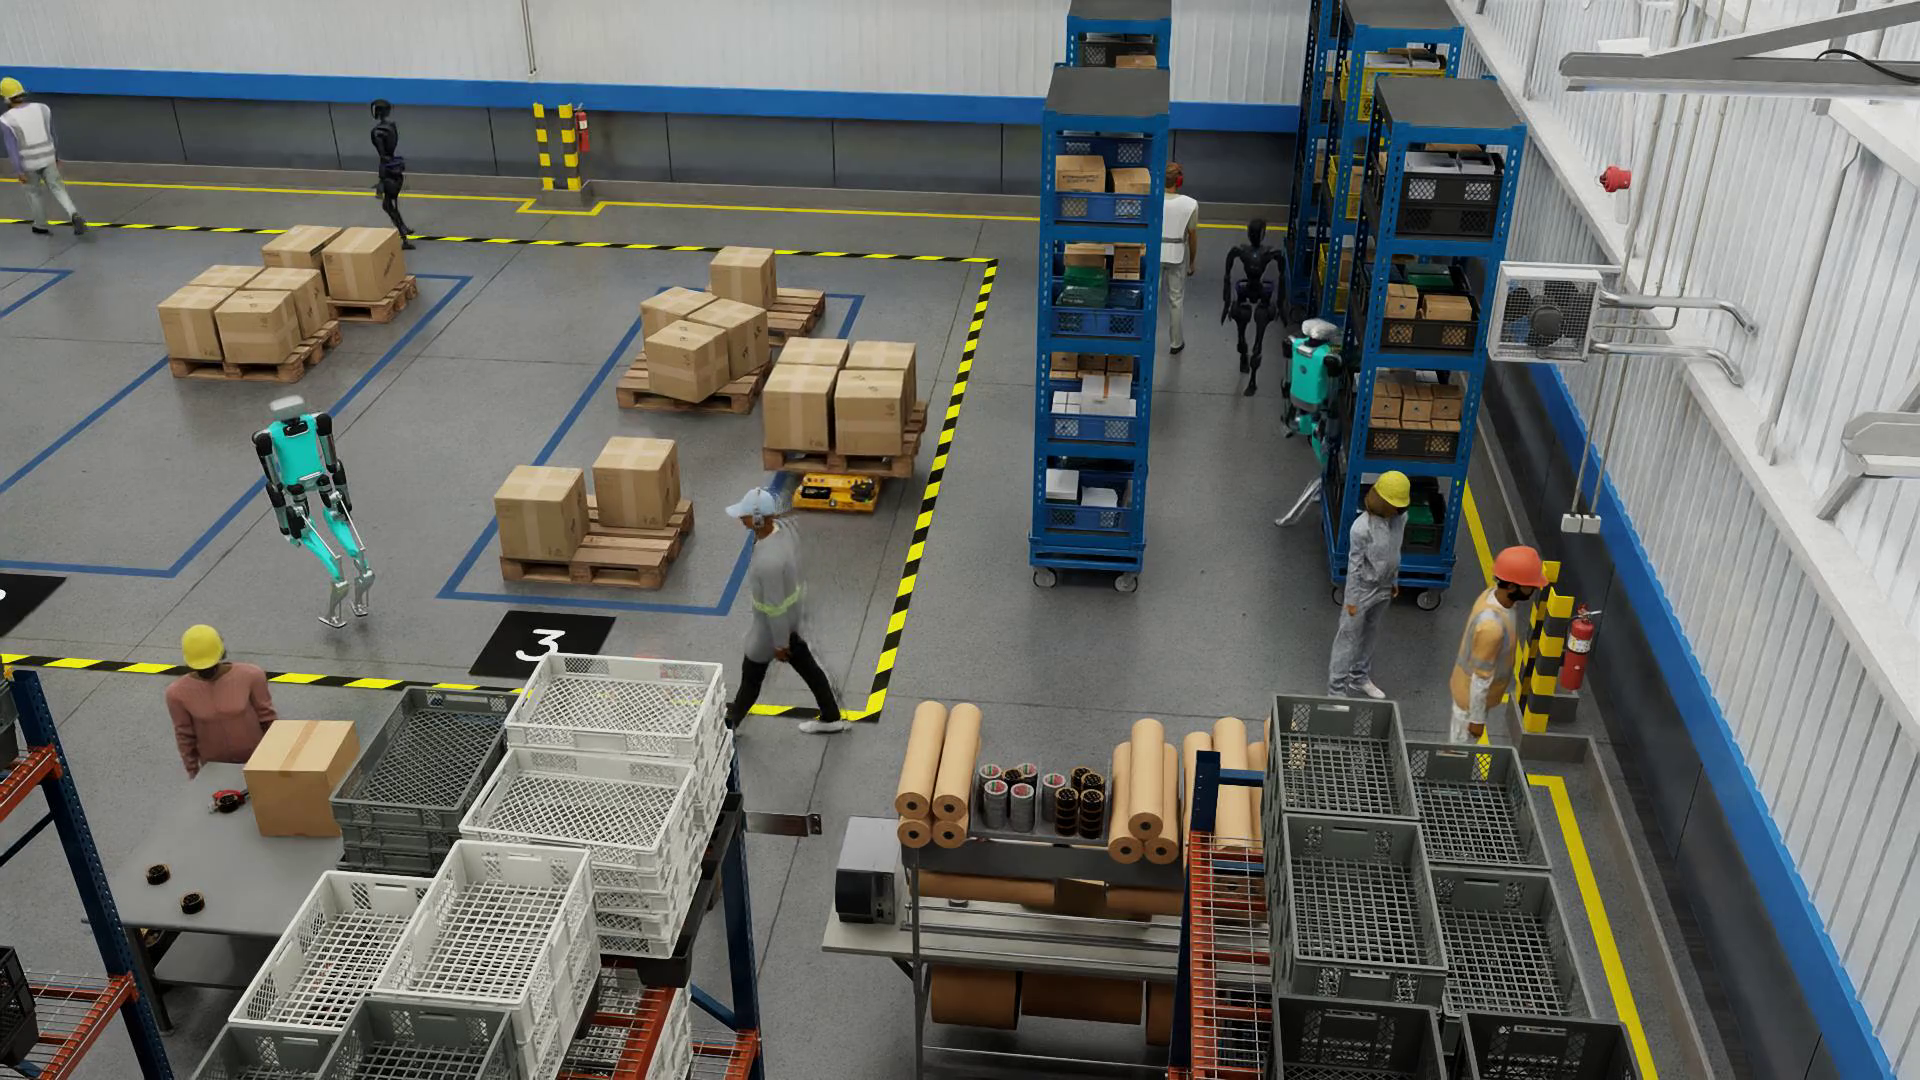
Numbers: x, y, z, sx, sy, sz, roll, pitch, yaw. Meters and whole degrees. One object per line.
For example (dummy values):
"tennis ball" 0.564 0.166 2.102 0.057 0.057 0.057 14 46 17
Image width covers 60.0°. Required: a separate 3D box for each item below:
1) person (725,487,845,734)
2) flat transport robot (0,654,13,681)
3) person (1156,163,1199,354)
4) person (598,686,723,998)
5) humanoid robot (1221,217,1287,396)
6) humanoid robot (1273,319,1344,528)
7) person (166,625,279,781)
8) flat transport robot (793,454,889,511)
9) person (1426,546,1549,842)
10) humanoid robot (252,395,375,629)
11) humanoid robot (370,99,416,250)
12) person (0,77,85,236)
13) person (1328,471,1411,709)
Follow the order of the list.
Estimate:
"person" -1.202 0.471 10.338 0.983 1.792 0.610 1 30 2
"flat transport robot" -7.142 0.969 11.010 1.431 0.231 0.659 3 30 6
"person" 1.931 -2.621 15.614 0.562 1.837 0.390 5 31 9
"person" -1.526 1.415 8.573 0.618 1.966 1.080 9 31 15
"humanoid robot" 2.684 -2.176 15.043 0.601 1.625 0.688 7 31 13
"humanoid robot" 2.837 -0.940 12.863 1.013 1.763 0.535 -23 37 -34
"person" -3.975 1.202 9.128 0.525 1.756 0.340 -11 32 -19
"flat transport robot" -0.932 -0.683 13.819 0.652 0.197 1.431 3 30 6
"person" 3.020 0.871 9.543 0.424 1.924 0.555 14 33 22
"humanoid robot" -4.314 -0.137 11.321 0.533 1.672 0.735 -26 39 -37
"humanoid robot" -6.206 -3.954 18.063 0.351 1.654 0.602 -3 30 -5
"person" -10.181 -4.201 18.357 0.731 1.807 0.595 21 36 32
"person" 2.654 0.325 10.657 0.484 1.734 0.318 -21 36 -31
